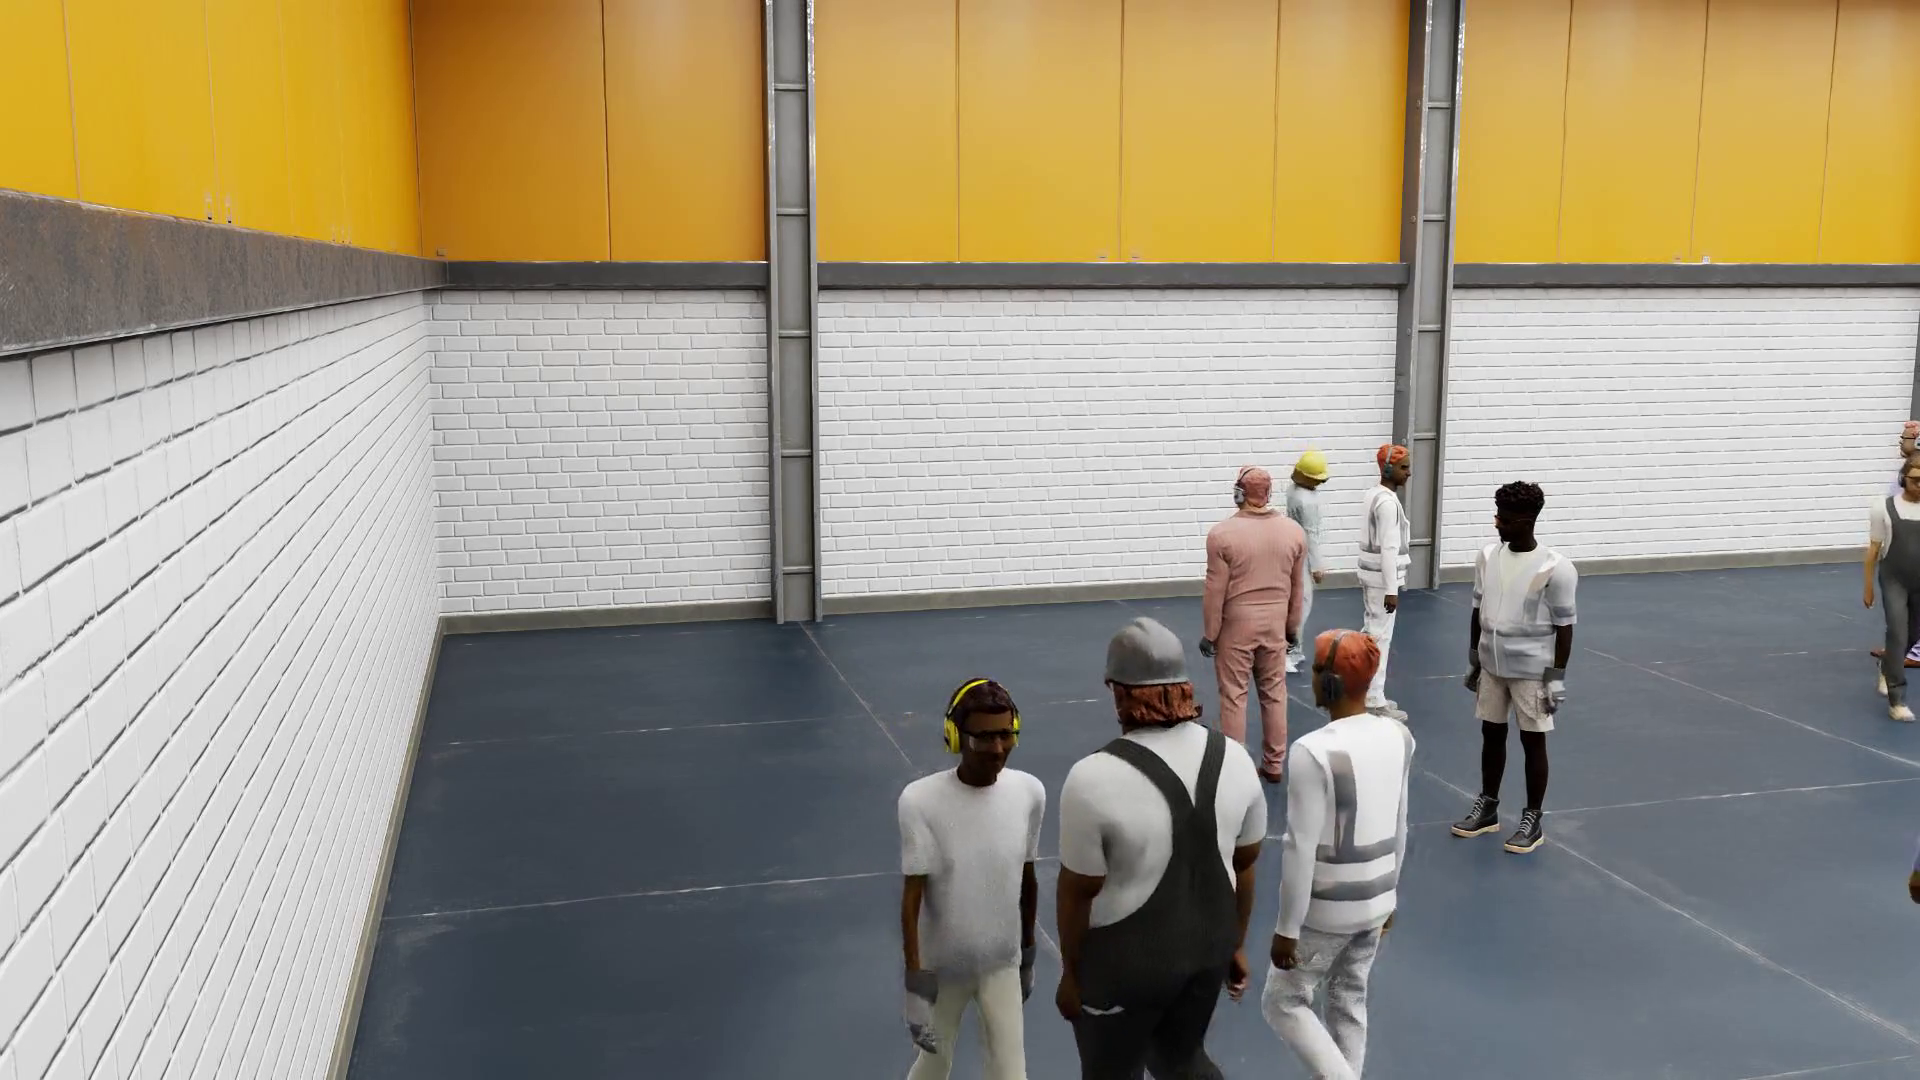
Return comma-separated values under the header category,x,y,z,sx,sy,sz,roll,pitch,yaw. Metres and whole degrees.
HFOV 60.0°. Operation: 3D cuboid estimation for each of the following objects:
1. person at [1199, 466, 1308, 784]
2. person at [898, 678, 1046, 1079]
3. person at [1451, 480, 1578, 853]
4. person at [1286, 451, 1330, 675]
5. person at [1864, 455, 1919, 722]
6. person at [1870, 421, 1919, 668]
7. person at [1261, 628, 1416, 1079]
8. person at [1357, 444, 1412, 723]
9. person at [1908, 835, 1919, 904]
category,x,y,z,sx,sy,sz,roll,pitch,yaw
person,1.712,0.514,9.837,0.651,1.905,0.409,-3,10,-17
person,0.012,1.297,5.195,0.513,1.831,0.941,-3,10,-18
person,2.927,0.657,8.763,0.373,1.962,0.607,-6,11,-34
person,2.599,0.159,12.700,0.371,1.698,0.653,-1,9,-3
person,6.545,0.292,11.540,0.499,1.808,0.925,2,9,12
person,7.315,0.033,12.831,0.408,1.909,0.638,4,10,23
person,1.273,1.220,5.526,0.596,1.873,0.461,-7,12,-39
person,2.881,0.286,11.322,0.337,1.881,0.584,1,9,4
person,3.652,1.084,5.895,0.636,2.024,0.686,-1,9,-8
